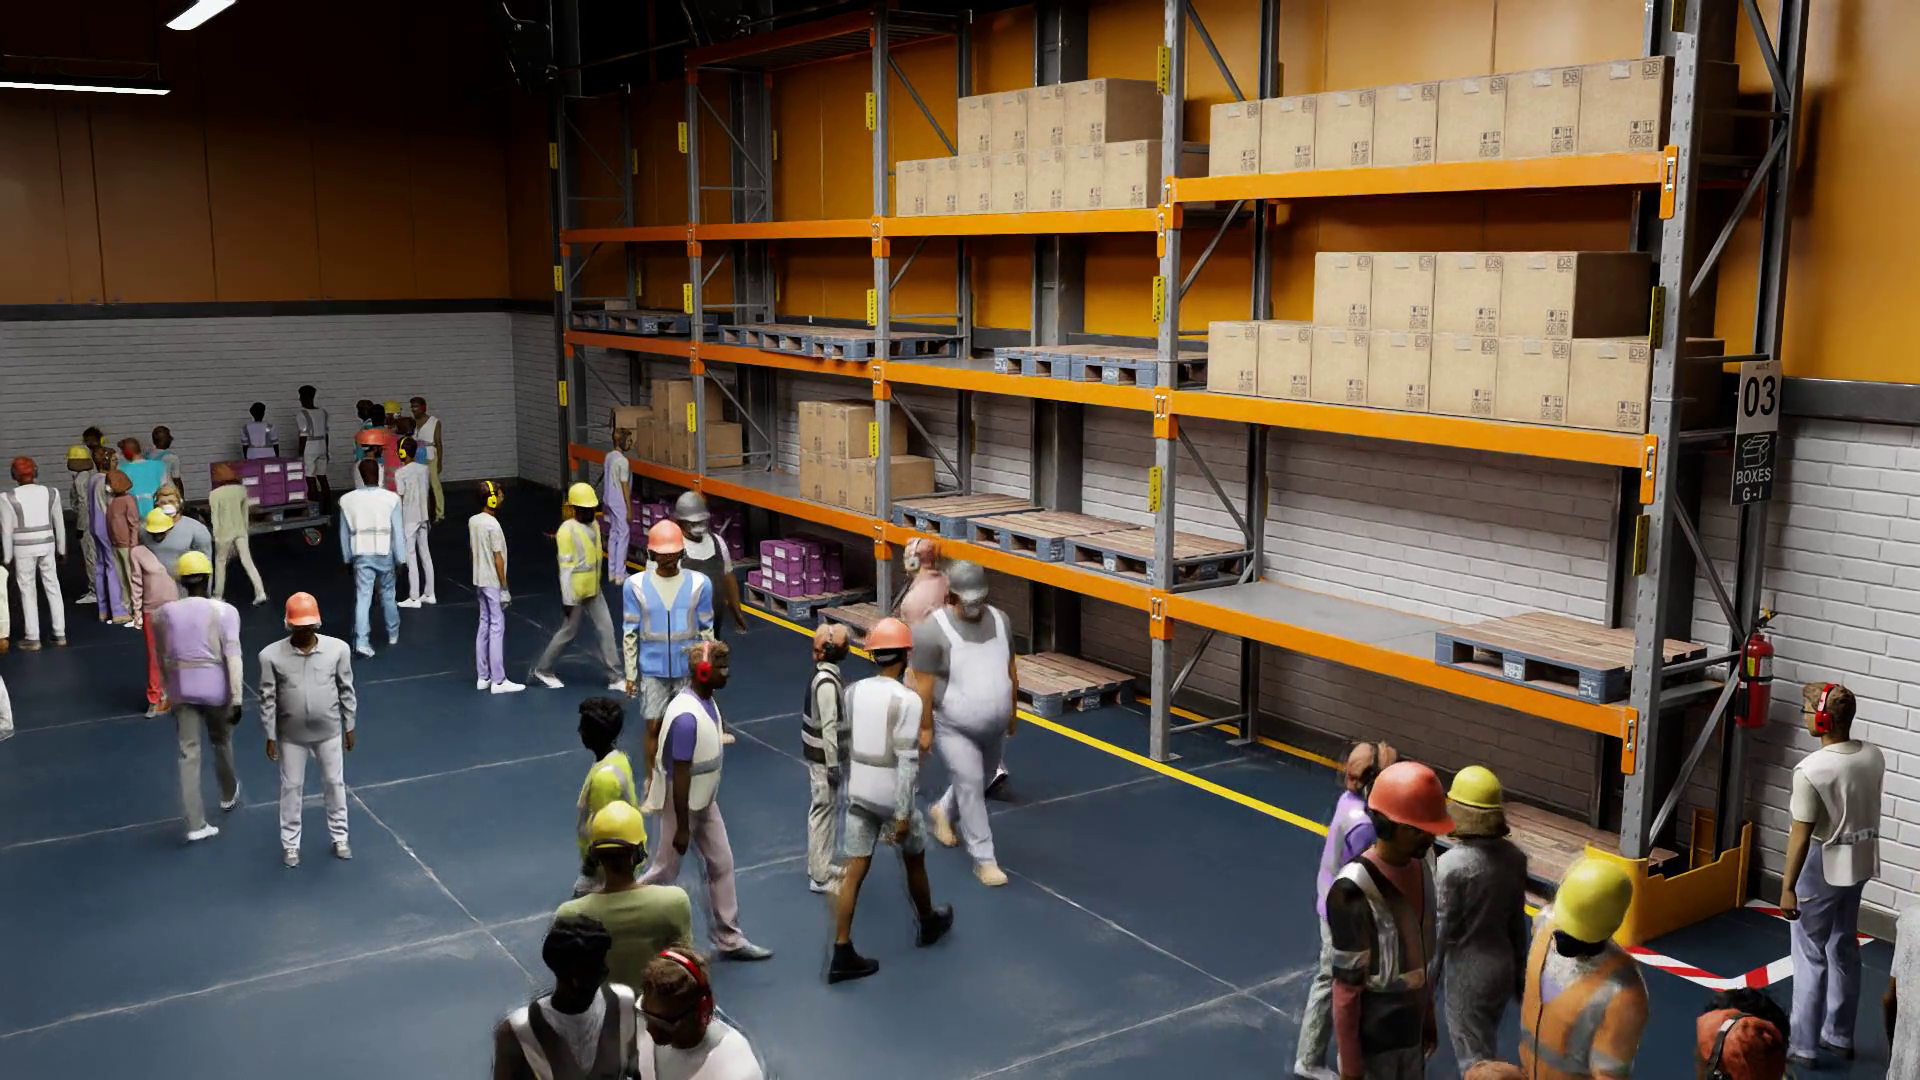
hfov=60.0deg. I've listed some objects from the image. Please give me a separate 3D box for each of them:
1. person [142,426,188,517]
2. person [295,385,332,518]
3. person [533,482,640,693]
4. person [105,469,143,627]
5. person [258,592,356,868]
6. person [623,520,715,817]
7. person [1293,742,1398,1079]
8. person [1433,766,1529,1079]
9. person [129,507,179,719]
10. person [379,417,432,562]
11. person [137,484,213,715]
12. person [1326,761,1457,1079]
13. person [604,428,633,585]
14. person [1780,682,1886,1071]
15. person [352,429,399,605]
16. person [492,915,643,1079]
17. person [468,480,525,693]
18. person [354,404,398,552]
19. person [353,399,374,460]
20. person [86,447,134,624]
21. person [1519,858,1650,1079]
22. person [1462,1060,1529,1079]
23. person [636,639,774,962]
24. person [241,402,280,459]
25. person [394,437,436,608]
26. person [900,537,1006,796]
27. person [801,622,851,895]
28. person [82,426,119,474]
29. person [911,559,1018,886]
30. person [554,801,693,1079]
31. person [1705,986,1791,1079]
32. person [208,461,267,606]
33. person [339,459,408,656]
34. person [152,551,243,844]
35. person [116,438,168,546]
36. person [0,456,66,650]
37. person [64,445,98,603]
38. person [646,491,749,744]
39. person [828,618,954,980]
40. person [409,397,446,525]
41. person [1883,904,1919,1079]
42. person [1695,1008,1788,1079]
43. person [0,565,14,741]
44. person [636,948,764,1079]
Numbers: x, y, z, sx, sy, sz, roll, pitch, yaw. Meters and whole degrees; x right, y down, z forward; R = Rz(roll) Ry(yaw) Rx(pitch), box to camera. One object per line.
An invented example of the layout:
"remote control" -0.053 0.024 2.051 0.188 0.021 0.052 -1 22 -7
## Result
"person" -9.300 -0.415 19.465 0.508 1.840 0.343 2 10 14
"person" -9.356 -1.260 24.032 0.361 1.962 0.618 3 10 19
"person" -3.328 0.411 14.506 0.961 1.879 0.594 3 10 20
"person" -8.631 0.080 17.146 0.497 1.633 0.289 6 12 33
"person" -4.064 1.176 10.397 0.565 1.742 0.353 -5 11 -25
"person" -1.967 0.874 11.281 0.616 2.040 0.382 -2 10 -10
"person" 1.842 1.717 7.584 0.648 1.619 0.509 2 10 14
"person" 2.126 1.802 6.853 0.506 1.713 0.593 -6 12 -33
"person" -6.560 0.596 13.752 0.524 1.760 0.328 -4 10 -22
"person" -6.941 -0.651 20.951 0.628 1.802 0.798 3 10 17
"person" -6.506 0.498 13.797 0.629 1.940 0.373 1 10 4
"person" 1.571 1.774 6.042 0.411 2.033 0.613 9 13 43
"person" -3.953 -0.391 19.324 0.339 1.834 0.523 -7 12 -35
"person" 4.062 1.576 7.777 0.560 1.836 0.394 -5 11 -28
"person" -6.413 -0.253 18.243 0.543 1.929 0.384 9 14 44
"person" -1.293 2.029 5.558 0.547 1.678 0.475 -7 12 -34
"person" -4.086 0.403 14.548 0.327 1.874 0.519 -9 13 -43
"person" -7.457 -0.786 21.385 0.587 1.920 0.391 1 10 7
"person" -8.173 -1.031 23.067 0.430 1.839 0.625 -3 10 -17
"person" -8.840 -0.050 17.282 0.507 1.847 0.351 7 12 37
"person" 2.053 1.918 5.661 0.565 1.864 0.678 -3 10 -18
"person" 1.474 2.220 4.708 0.520 1.578 0.870 -6 11 -31
"person" -1.507 1.407 8.862 0.905 1.803 0.597 1 10 5
"person" -10.156 -1.152 24.191 0.535 1.697 0.318 -1 10 -8
"person" -5.950 -0.194 18.085 0.328 1.863 0.509 4 11 25
"person" -0.132 0.903 11.646 0.929 1.870 0.655 4 11 24
"person" -0.795 1.297 9.992 0.311 1.638 0.516 -1 10 -7
"person" -10.132 -0.457 19.750 0.532 1.839 0.807 -1 10 -4
"person" 0.031 1.041 10.310 0.698 2.000 0.927 -6 12 -33
"person" -1.267 1.858 6.332 0.523 1.763 0.329 -3 10 -19
"person" 2.475 2.126 5.027 0.651 1.665 0.569 3 10 15
"person" -7.921 -0.069 18.115 0.853 1.593 0.512 6 11 29
"person" -5.642 0.165 16.021 0.643 1.868 1.023 -2 10 -9
"person" -5.034 1.016 11.045 0.585 1.845 1.016 -1 10 -9
"person" -9.145 -0.269 18.741 0.652 1.789 0.919 -8 13 -40
"person" -8.998 0.121 16.166 0.338 1.881 0.588 7 12 36
"person" -9.653 -0.177 18.329 0.297 1.744 0.487 -3 10 -17
"person" -2.021 0.614 12.815 0.556 2.000 0.847 9 13 43
"person" -0.393 1.365 8.933 0.550 1.873 0.980 7 12 36
"person" -7.587 -1.124 23.644 0.566 1.834 0.415 3 10 19
"person" 3.378 1.907 5.732 0.310 1.868 0.532 0 10 -2
"person" 2.017 2.137 4.359 0.575 1.880 0.353 -4 10 -21
"person" -7.742 0.718 13.091 0.570 1.742 0.353 3 10 19
"person" -0.795 2.057 5.091 0.577 1.778 0.851 9 13 43
